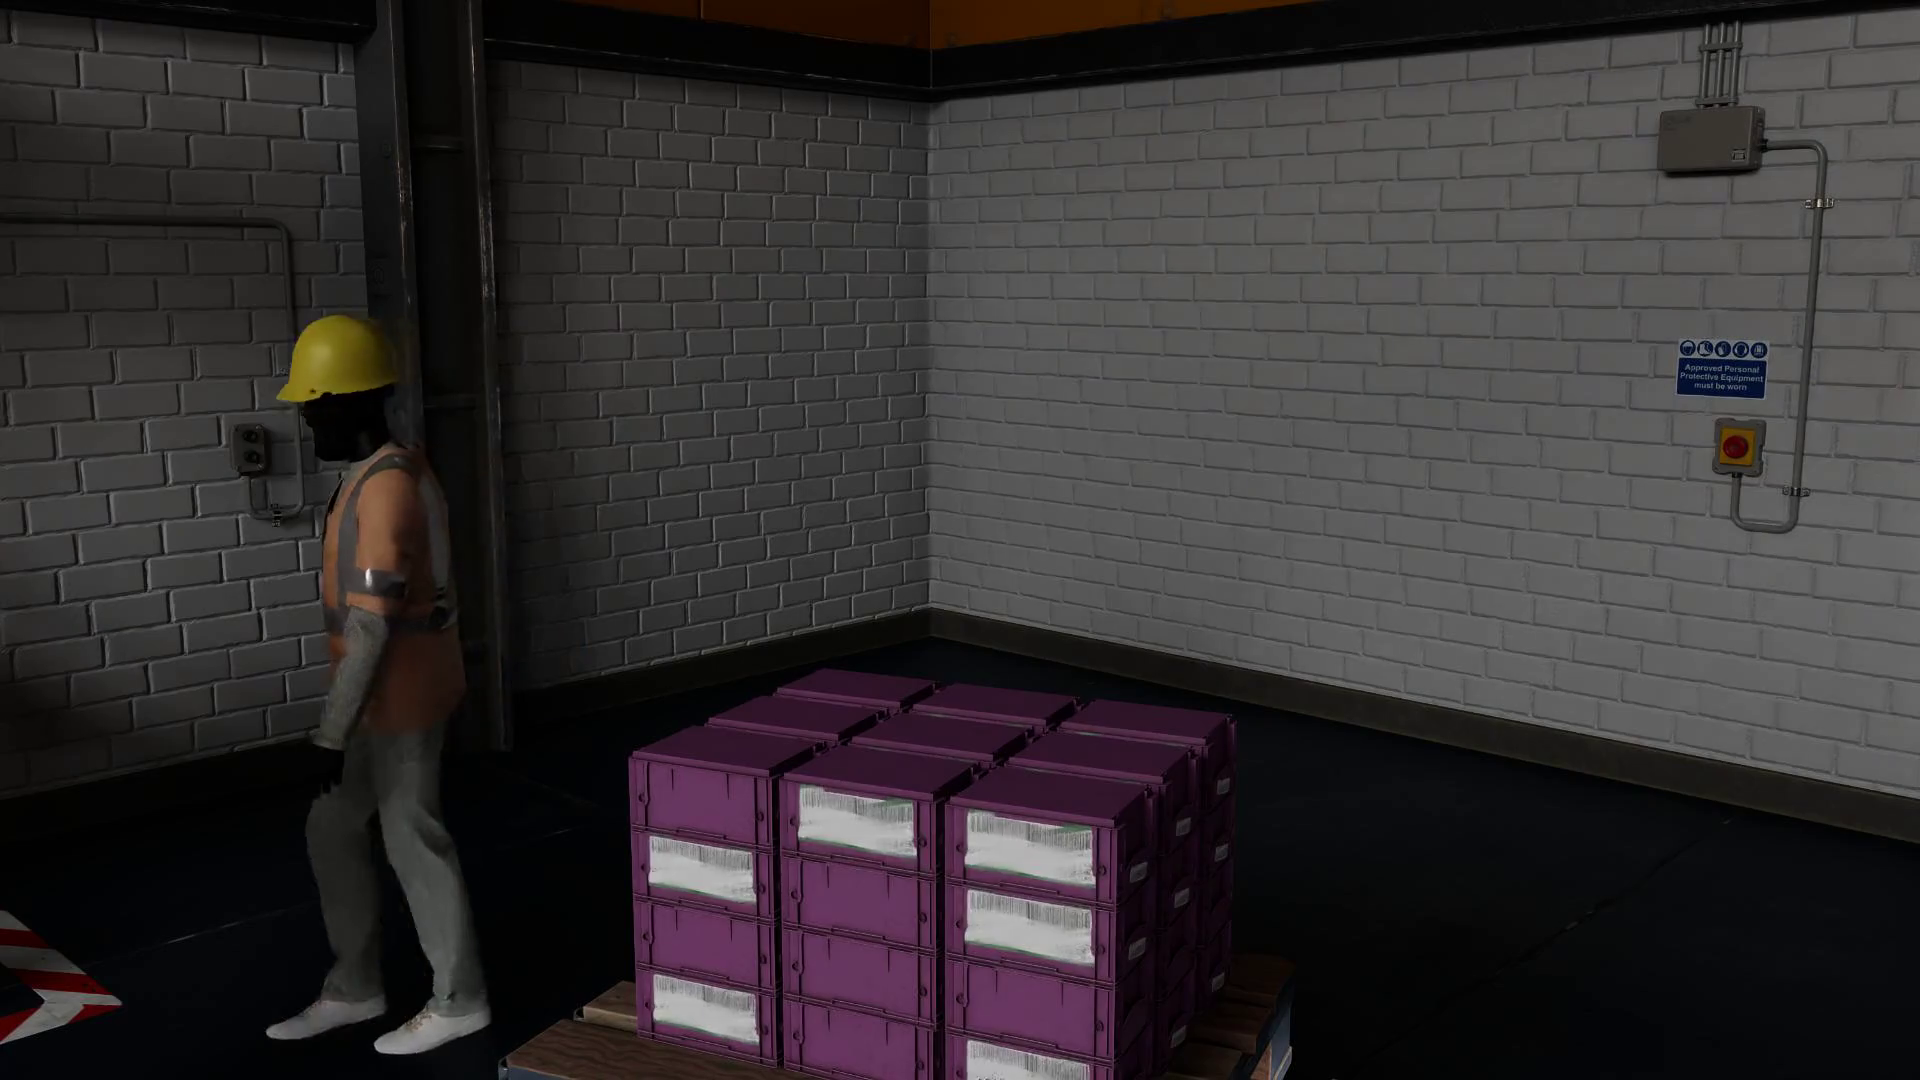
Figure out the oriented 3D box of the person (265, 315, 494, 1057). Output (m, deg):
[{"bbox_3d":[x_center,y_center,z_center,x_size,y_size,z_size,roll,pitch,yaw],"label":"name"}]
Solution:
[{"bbox_3d":[-1.494,0.399,4.158,0.622,1.900,0.605,-5,10,-27],"label":"person"}]
